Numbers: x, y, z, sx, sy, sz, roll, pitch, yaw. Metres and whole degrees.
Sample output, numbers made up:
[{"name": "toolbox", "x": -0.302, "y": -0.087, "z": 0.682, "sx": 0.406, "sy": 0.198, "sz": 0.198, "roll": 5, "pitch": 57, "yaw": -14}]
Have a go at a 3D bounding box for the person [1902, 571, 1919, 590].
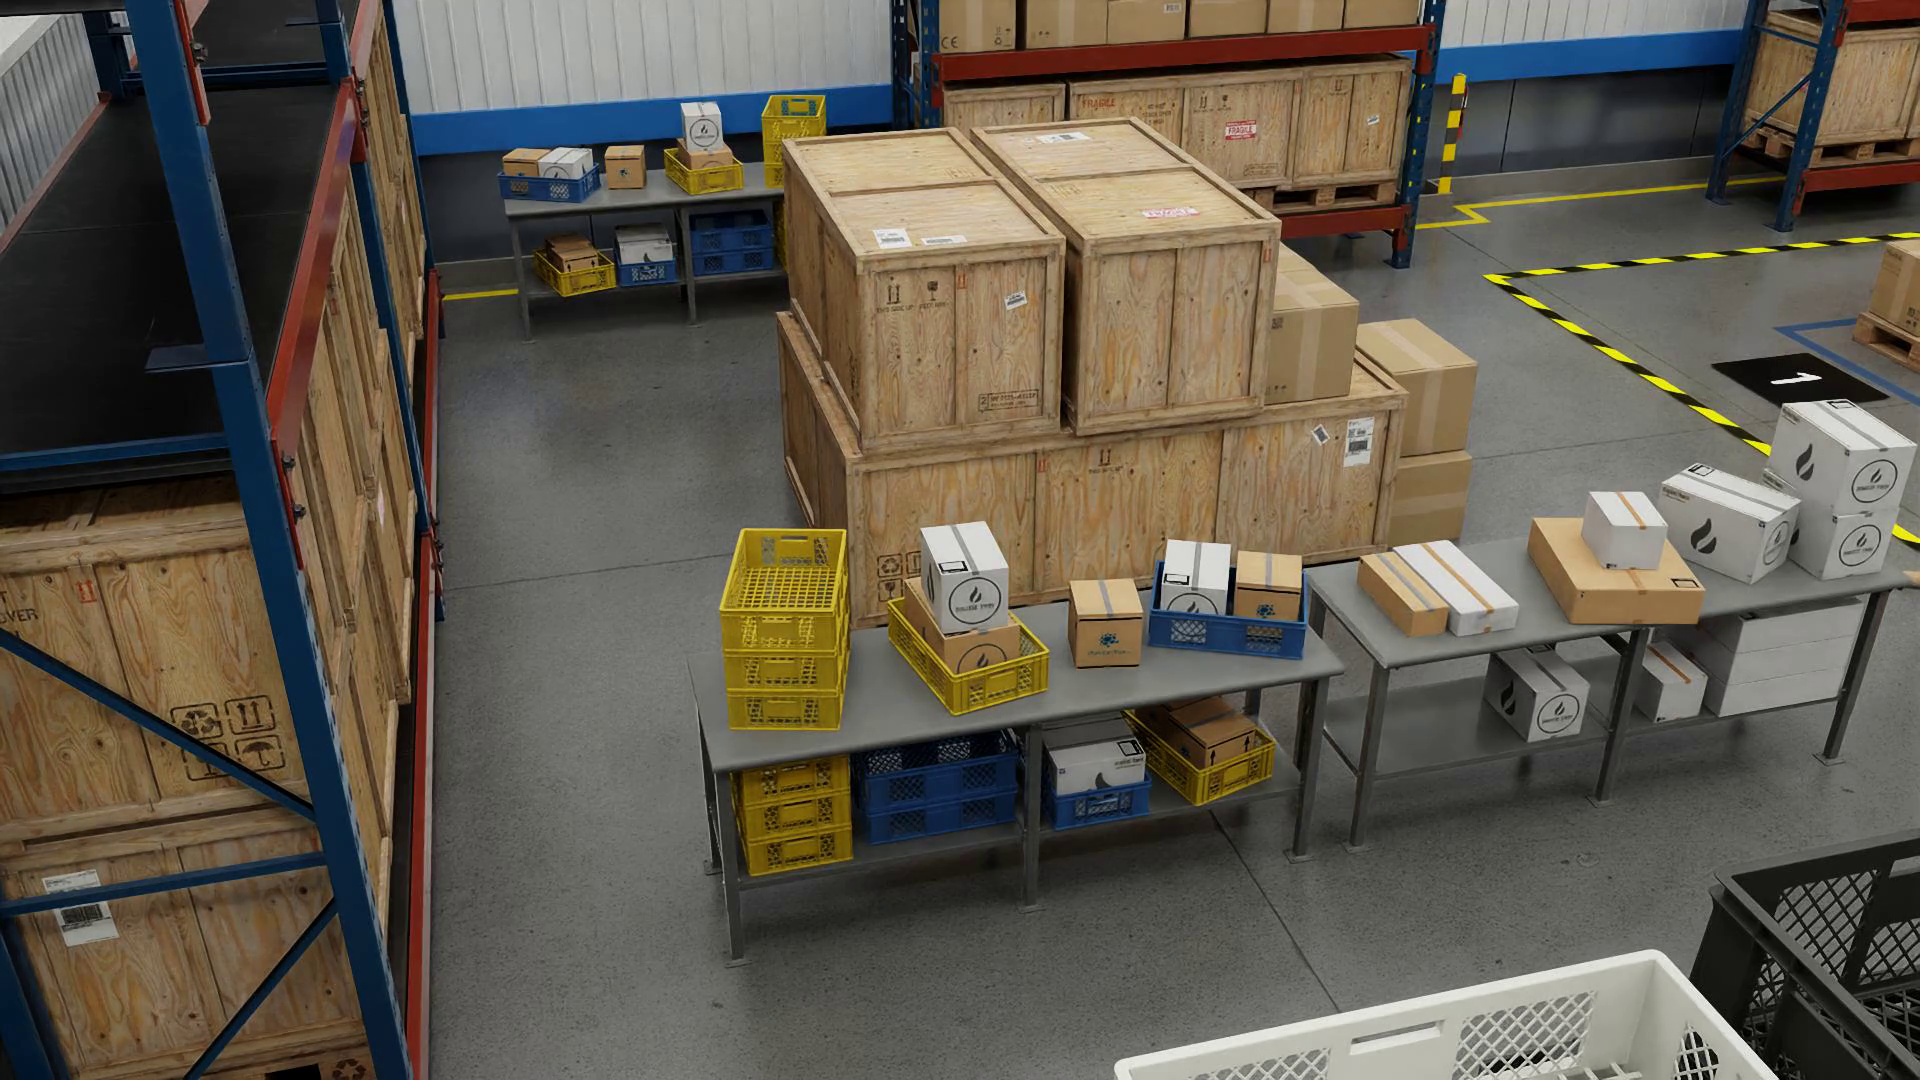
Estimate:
[{"name": "person", "x": 5.197, "y": -0.558, "z": 8.294, "sx": 0.377, "sy": 2.042, "sz": 0.607, "roll": 0, "pitch": 29, "yaw": 0}]
